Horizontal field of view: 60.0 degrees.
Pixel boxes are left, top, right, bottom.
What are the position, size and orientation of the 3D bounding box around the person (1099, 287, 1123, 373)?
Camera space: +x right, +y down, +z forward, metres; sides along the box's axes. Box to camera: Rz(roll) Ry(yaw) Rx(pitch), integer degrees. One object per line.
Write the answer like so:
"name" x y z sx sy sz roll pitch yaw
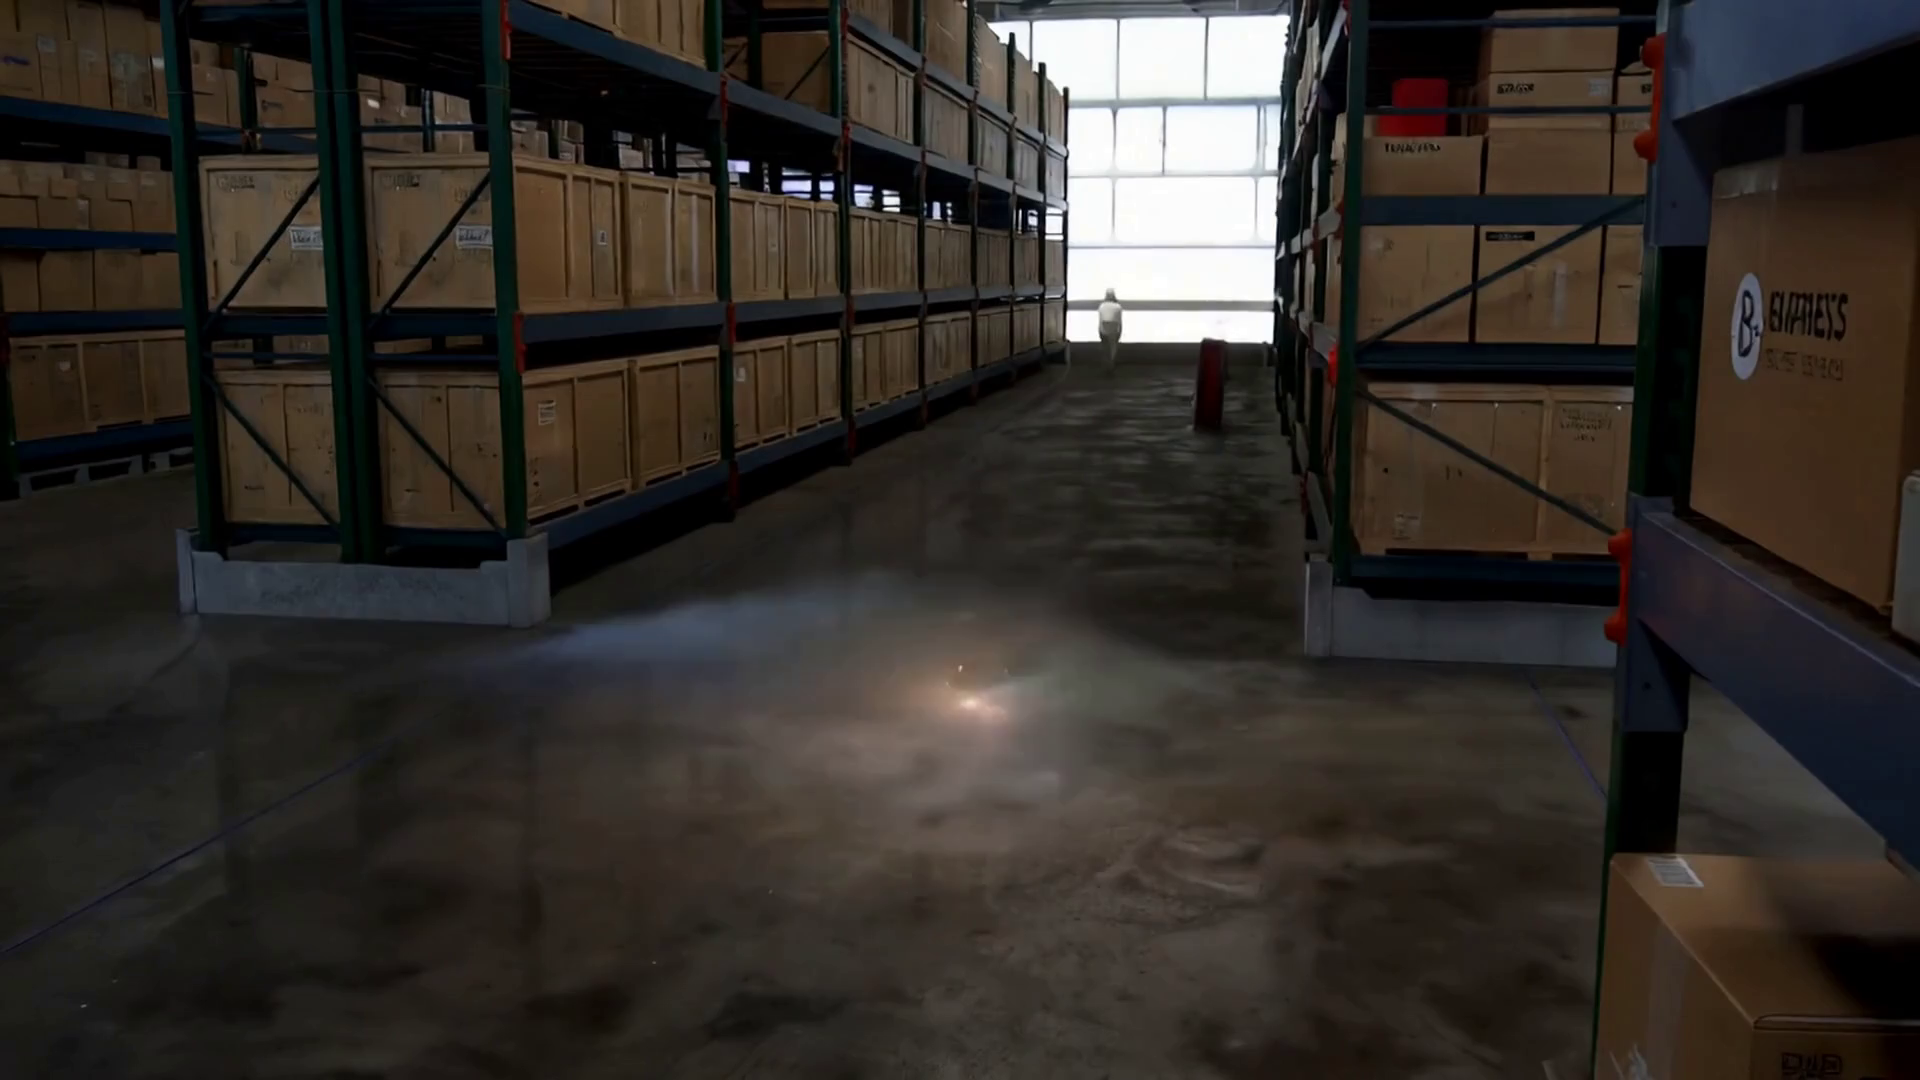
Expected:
"person" 3.045 -4.242 33.658 0.489 1.707 0.864 1 9 5
